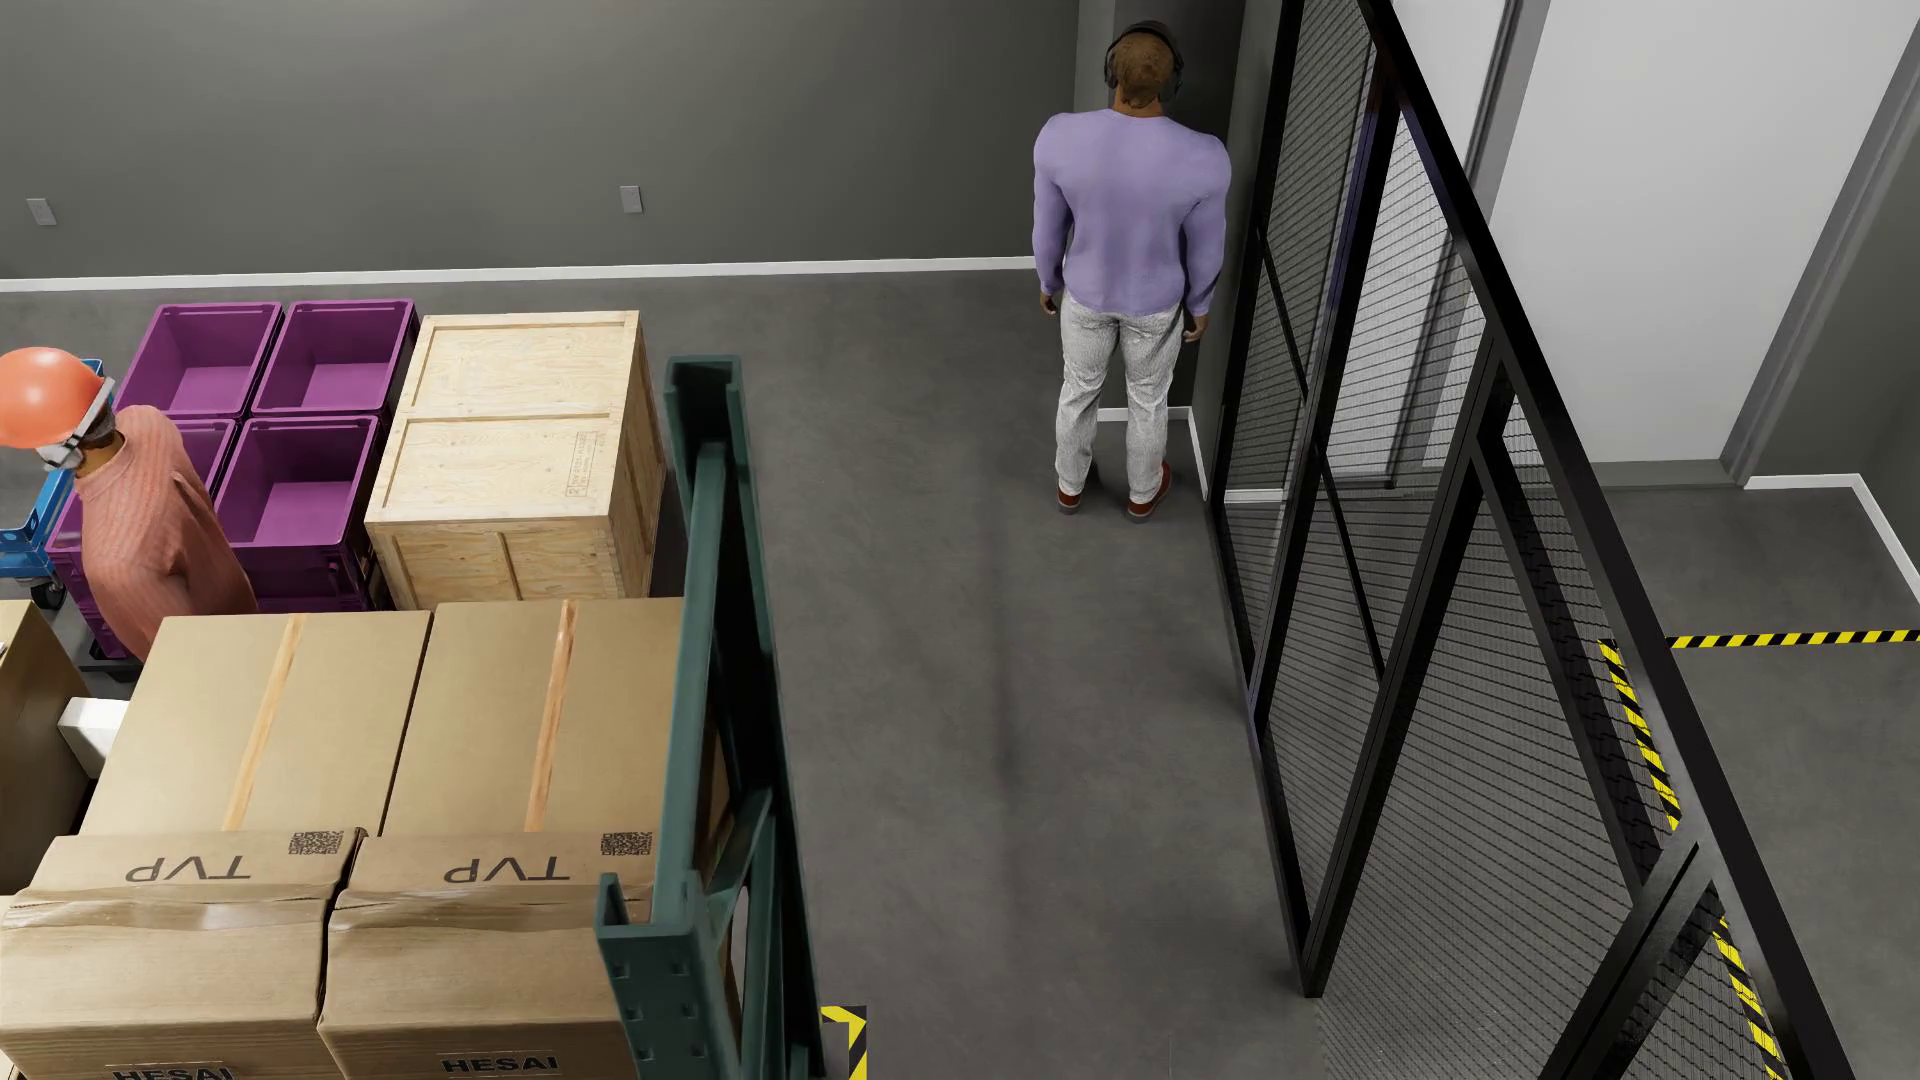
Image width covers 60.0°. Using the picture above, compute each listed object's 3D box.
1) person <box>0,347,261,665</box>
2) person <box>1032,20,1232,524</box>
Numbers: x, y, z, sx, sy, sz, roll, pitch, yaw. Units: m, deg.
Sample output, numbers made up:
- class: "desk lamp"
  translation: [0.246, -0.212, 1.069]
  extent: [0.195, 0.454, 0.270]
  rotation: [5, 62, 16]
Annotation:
- class: "person"
  translation: [-2.068, 0.269, 4.468]
  extent: [0.404, 1.983, 0.616]
  rotation: [-11, 47, -10]
- class: "person"
  translation: [0.545, -0.832, 5.551]
  extent: [0.629, 1.940, 0.372]
  rotation: [10, 47, 9]
